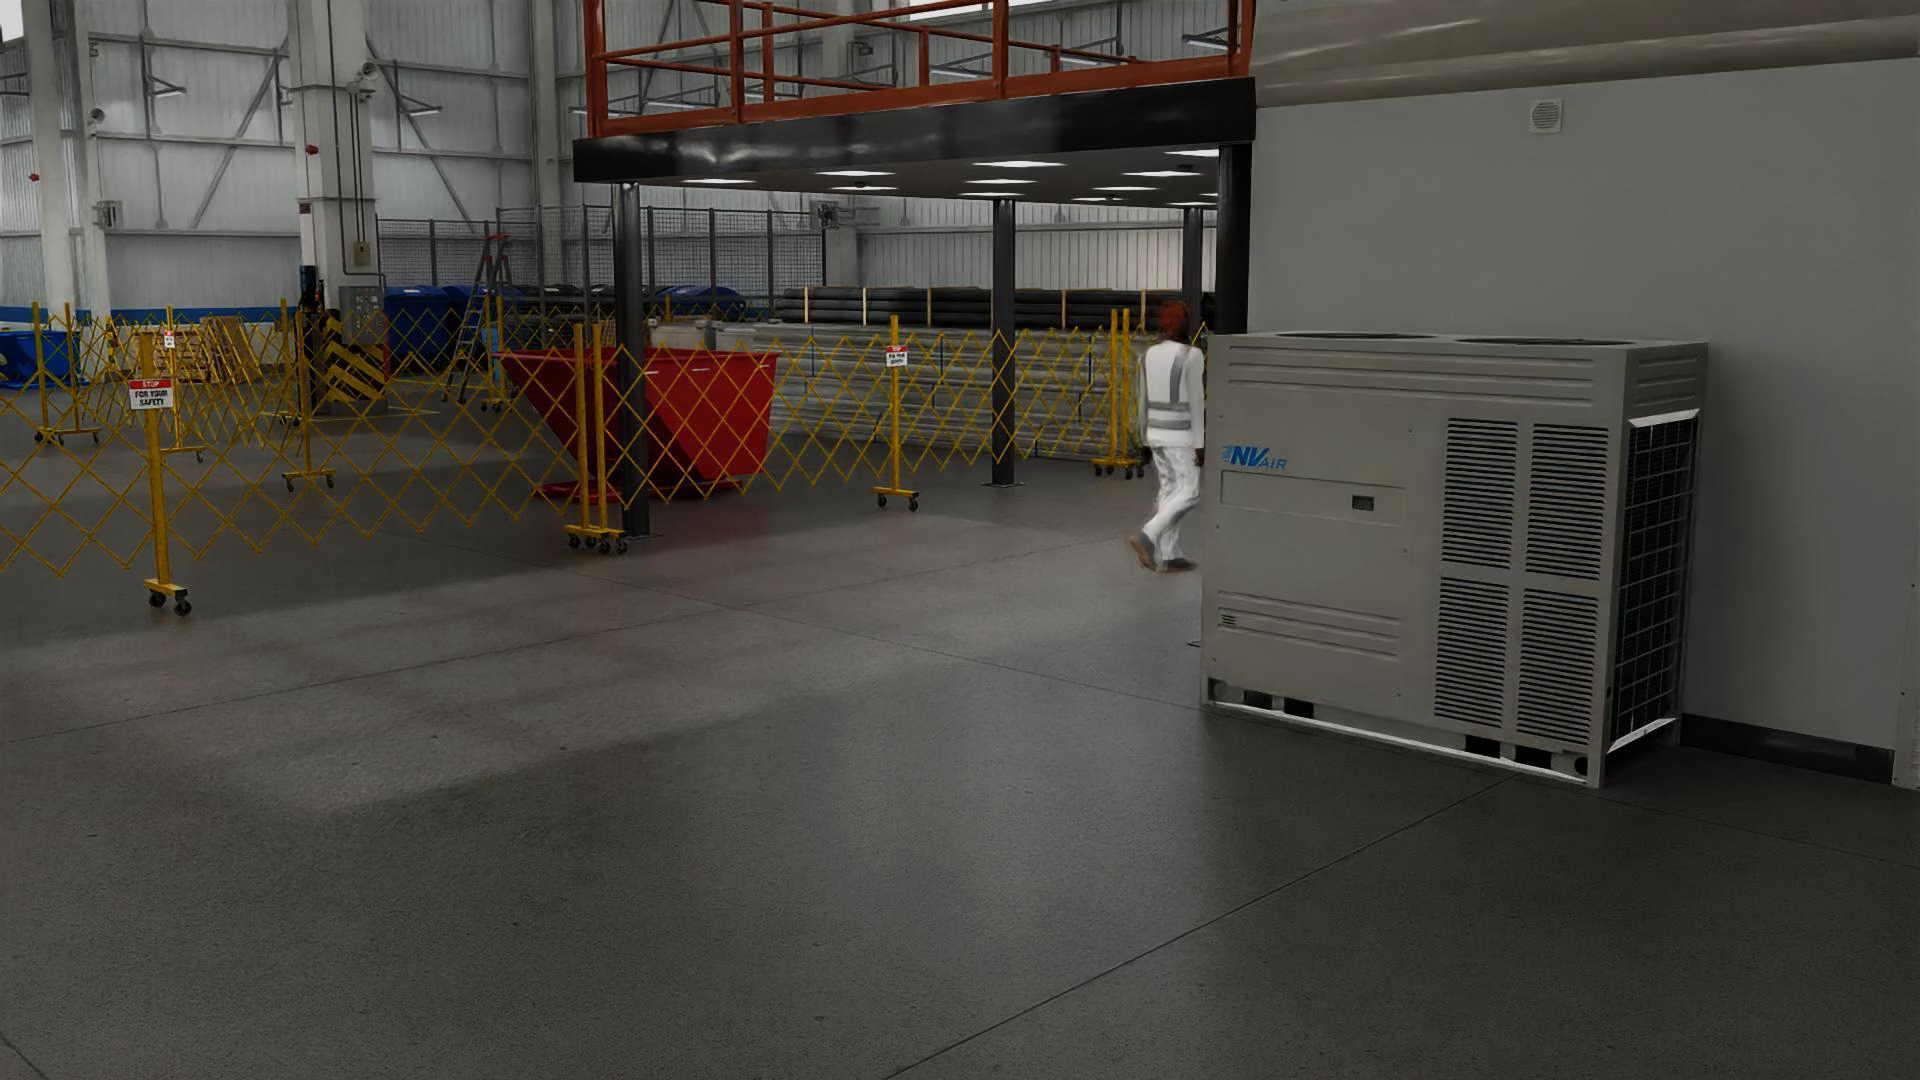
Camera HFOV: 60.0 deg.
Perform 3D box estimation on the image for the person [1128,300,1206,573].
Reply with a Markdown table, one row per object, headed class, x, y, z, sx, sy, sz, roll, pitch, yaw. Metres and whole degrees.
| class | x | y | z | sx | sy | sz | roll | pitch | yaw |
| --- | --- | --- | --- | --- | --- | --- | --- | --- | --- |
| person | 1.391 | -0.674 | 11.176 | 0.595 | 1.869 | 0.597 | -6 | 11 | -33 |
